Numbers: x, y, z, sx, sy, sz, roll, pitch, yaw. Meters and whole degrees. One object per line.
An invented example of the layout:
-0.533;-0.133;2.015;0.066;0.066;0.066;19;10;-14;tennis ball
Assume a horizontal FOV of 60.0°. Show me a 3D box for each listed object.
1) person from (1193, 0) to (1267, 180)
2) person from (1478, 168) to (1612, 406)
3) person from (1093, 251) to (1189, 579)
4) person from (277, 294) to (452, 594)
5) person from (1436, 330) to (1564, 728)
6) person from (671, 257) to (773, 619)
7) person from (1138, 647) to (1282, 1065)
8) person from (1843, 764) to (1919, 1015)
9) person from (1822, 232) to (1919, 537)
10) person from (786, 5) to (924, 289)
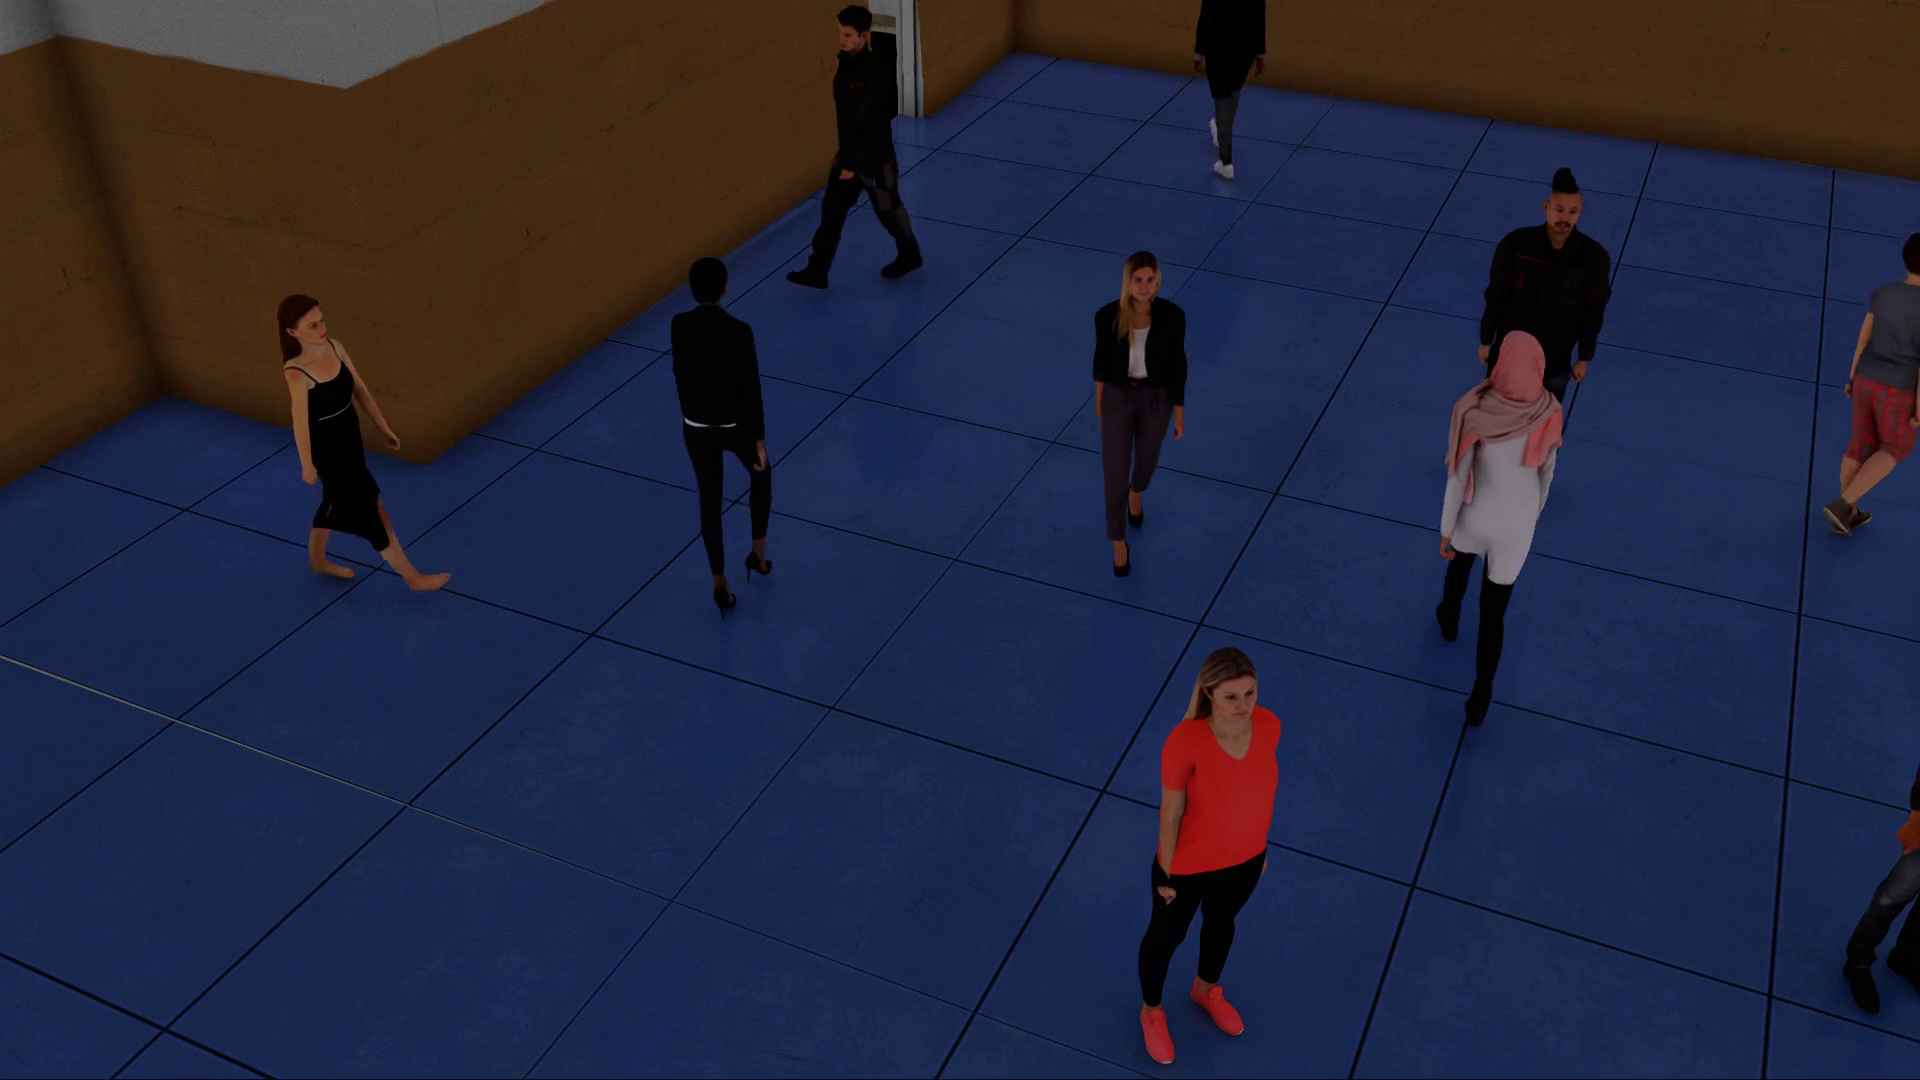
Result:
2.076;-3.618;12.685;1.162;1.714;1.145;-6;34;-8;person
2.976;-1.049;8.665;0.550;1.866;0.828;12;35;17;person
0.892;-0.698;8.369;1.052;1.633;0.934;0;34;1;person
-3.096;-0.441;8.029;1.090;1.581;0.757;5;34;7;person
2.326;-0.006;7.223;1.229;1.750;0.917;7;34;10;person
-1.148;-0.424;7.787;0.713;1.820;0.768;7;34;10;person
0.844;1.061;5.671;0.674;1.693;0.728;-13;36;-19;person
3.501;0.927;5.792;0.661;1.782;0.783;-4;34;-7;person
4.612;-0.722;8.396;0.843;1.629;0.803;-18;38;-25;person
-0.531;-2.539;10.911;1.159;1.883;1.293;-21;39;-28;person
